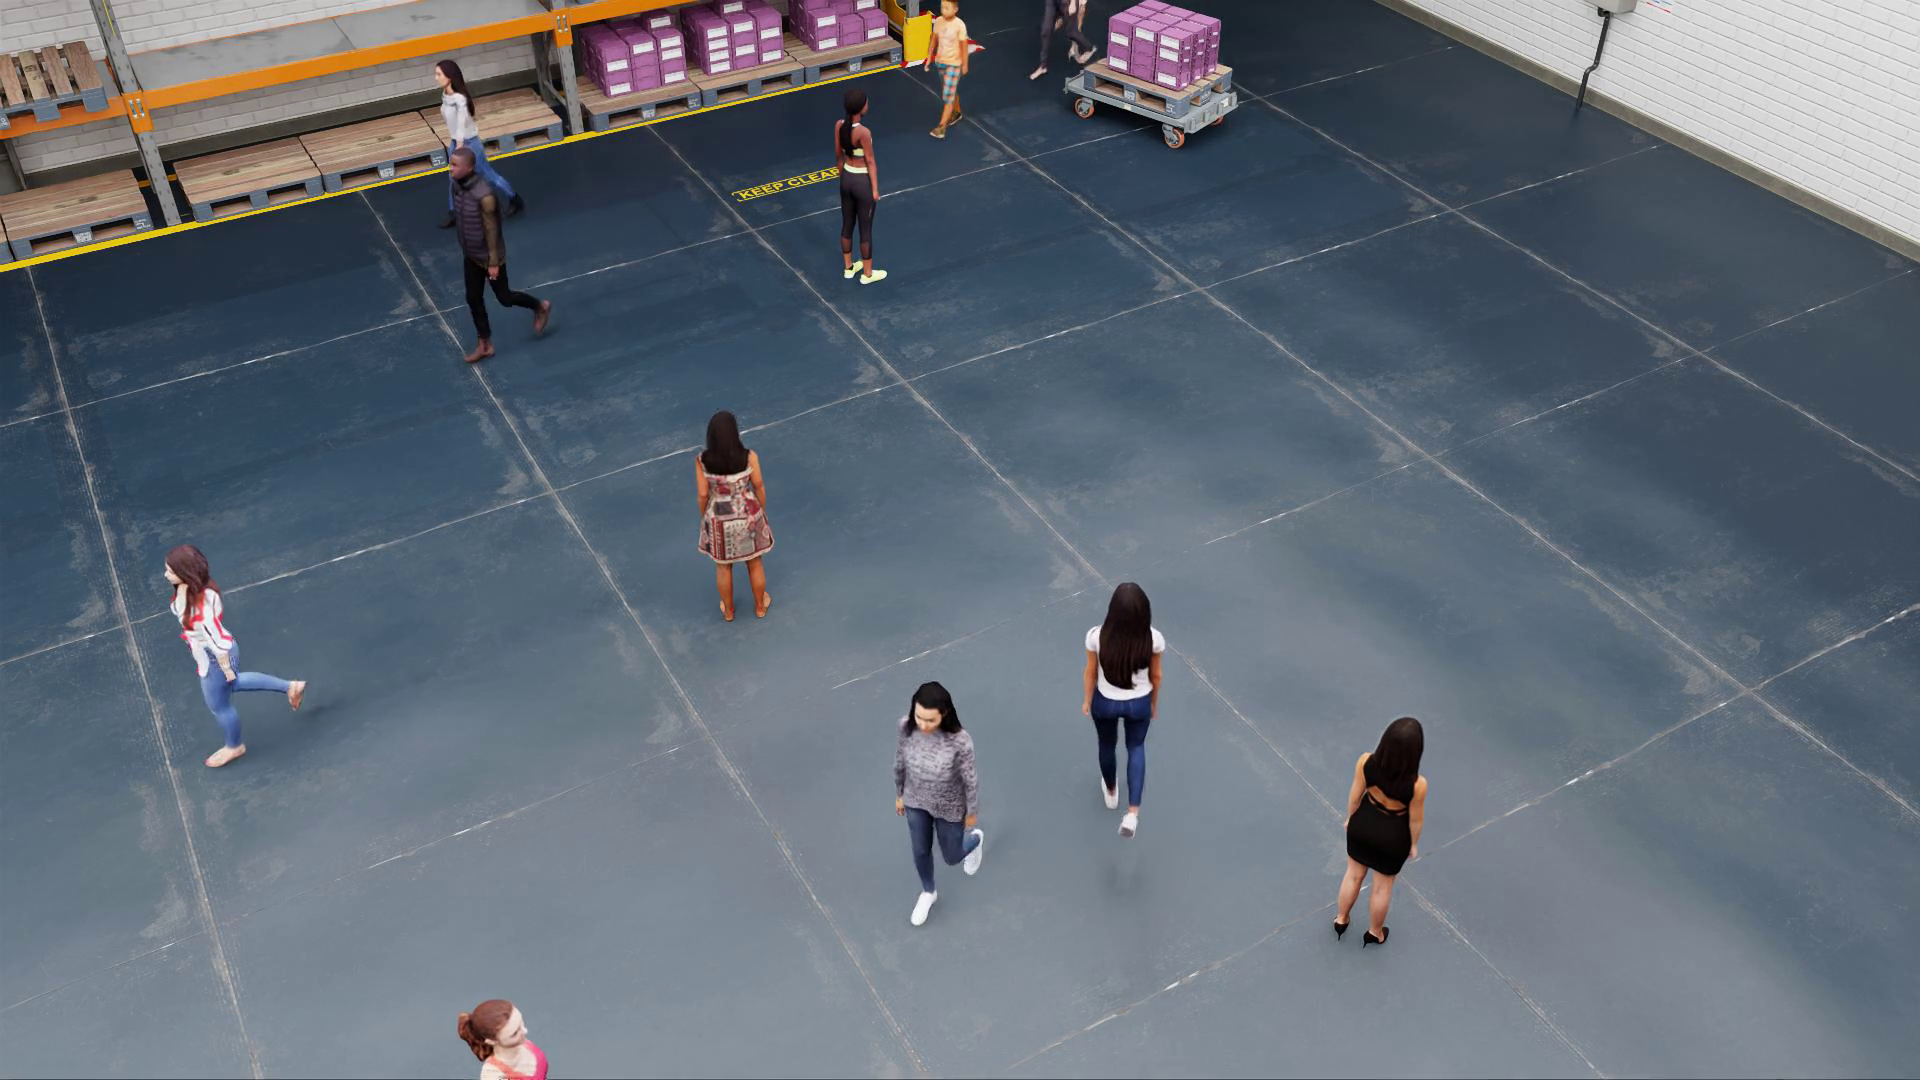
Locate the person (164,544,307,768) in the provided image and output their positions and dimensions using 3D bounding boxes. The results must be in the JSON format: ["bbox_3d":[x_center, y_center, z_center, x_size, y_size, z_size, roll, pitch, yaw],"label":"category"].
[{"bbox_3d":[-4.370,0.636,9.930,0.942,1.599,0.637,-25,45,-27],"label":"person"}]

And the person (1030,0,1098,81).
[{"bbox_3d":[1.195,-5.841,17.939,1.088,1.726,0.745,-24,44,-27],"label":"person"}]

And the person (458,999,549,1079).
[{"bbox_3d":[-1.906,2.599,7.350,0.683,1.753,0.655,0,39,0],"label":"person"}]

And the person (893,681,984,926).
[{"bbox_3d":[-0.091,1.337,8.957,0.864,1.718,0.956,17,42,20],"label":"person"}]

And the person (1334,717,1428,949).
[{"bbox_3d":[2.203,1.555,8.738,0.621,1.650,0.617,22,44,25],"label":"person"}]

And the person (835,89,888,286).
[{"bbox_3d":[-0.900,-3.061,14.434,0.632,1.756,0.628,25,45,28],"label":"person"}]

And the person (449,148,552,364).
[{"bbox_3d":[-3.770,-2.329,13.472,0.958,1.814,1.210,27,46,29],"label":"person"}]

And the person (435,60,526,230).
[{"bbox_3d":[-4.438,-3.626,15.275,1.095,1.589,0.695,-25,45,-28],"label":"person"}]

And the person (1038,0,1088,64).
[{"bbox_3d":[1.198,-6.106,18.277,0.894,1.719,0.865,16,41,19],"label":"person"}]

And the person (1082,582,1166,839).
[{"bbox_3d":[0.916,0.989,9.361,0.946,1.758,0.923,1,39,1],"label":"person"}]

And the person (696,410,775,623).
[{"bbox_3d":[-1.486,-0.151,10.880,0.605,1.645,0.776,-5,39,-7],"label":"person"}]

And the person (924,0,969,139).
[{"bbox_3d":[-0.070,-4.879,16.971,0.808,1.430,1.030,24,44,27],"label":"person"}]
